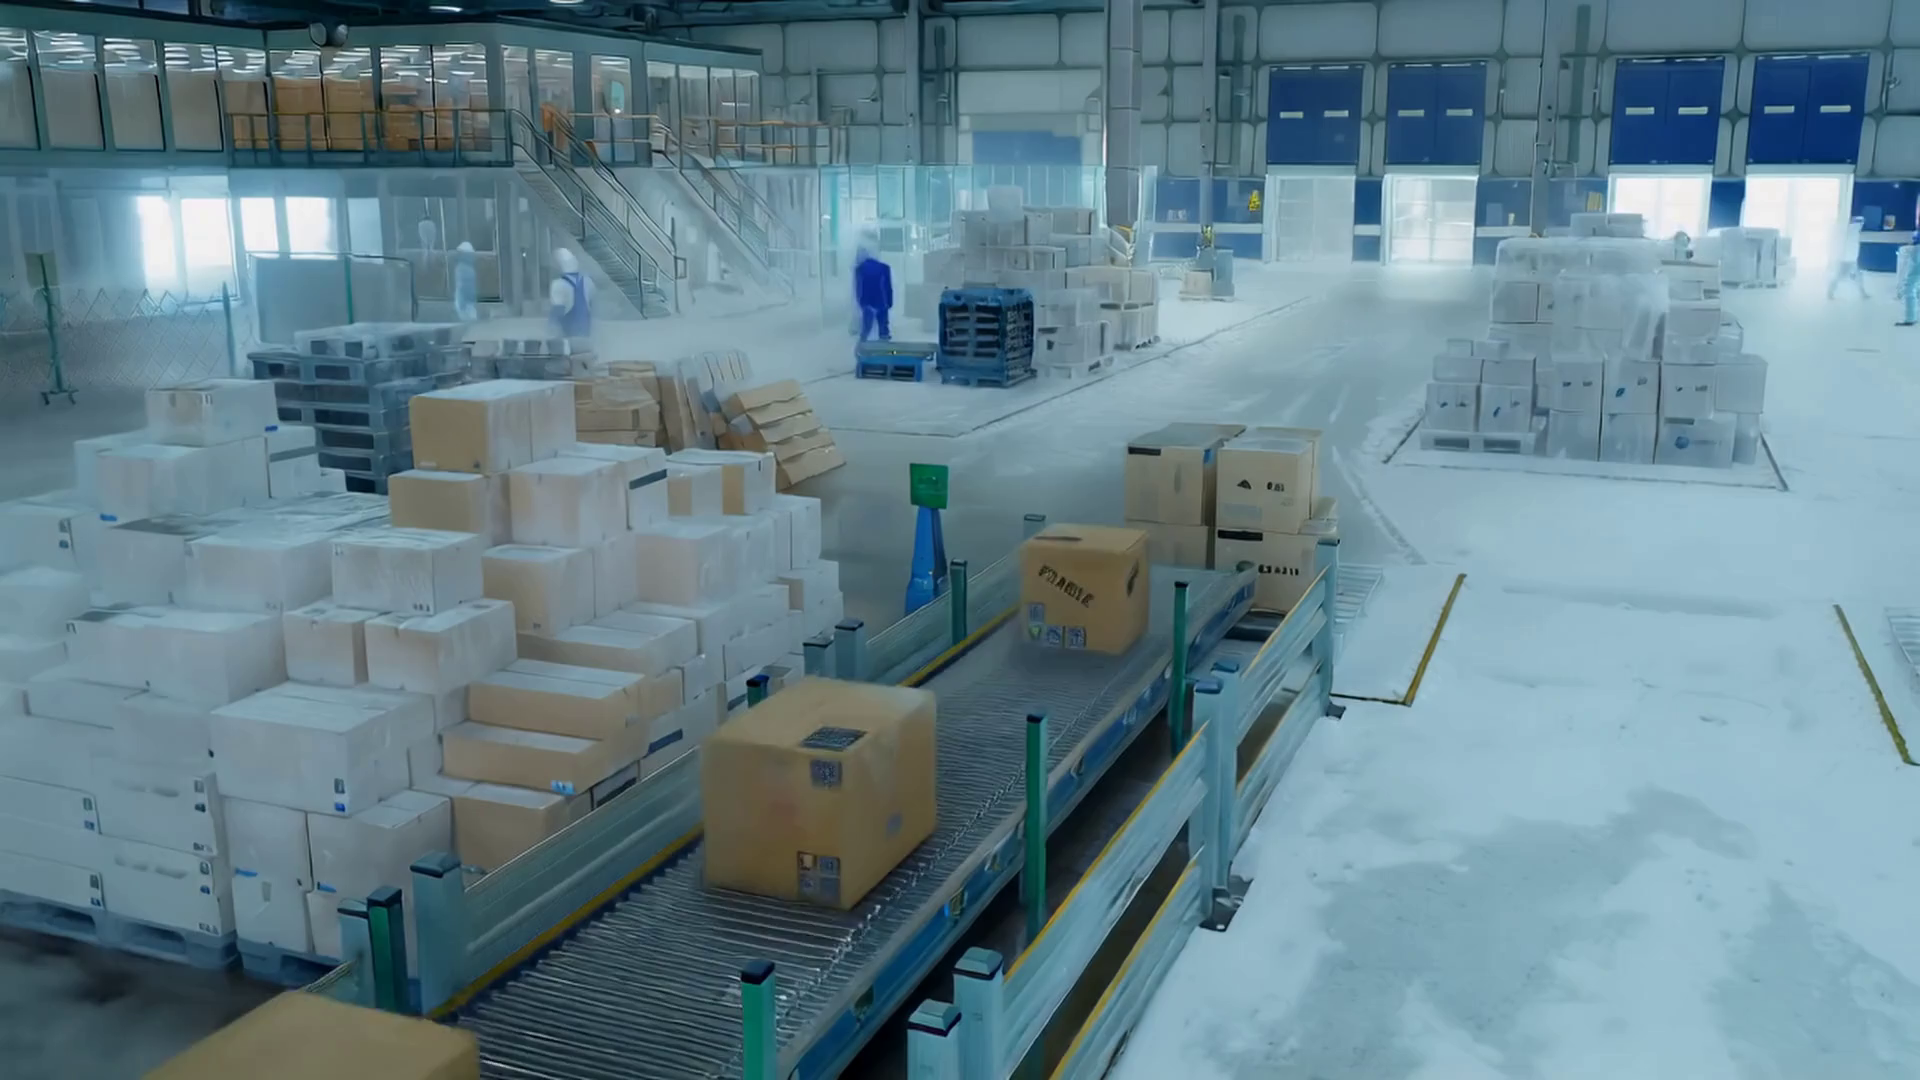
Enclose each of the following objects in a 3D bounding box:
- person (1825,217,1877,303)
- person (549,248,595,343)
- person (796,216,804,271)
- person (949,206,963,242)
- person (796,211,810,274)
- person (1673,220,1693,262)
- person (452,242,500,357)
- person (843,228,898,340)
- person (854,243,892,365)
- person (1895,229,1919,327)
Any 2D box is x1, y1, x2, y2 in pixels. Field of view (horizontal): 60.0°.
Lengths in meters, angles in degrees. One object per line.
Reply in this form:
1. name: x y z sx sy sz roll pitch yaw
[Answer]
1. person: 20.289 -6.343 37.775 1.042 1.935 0.633 12 17 42
2. person: -5.038 -2.813 21.704 0.754 2.000 0.691 11 16 39
3. person: -4.777 -8.845 49.438 0.373 1.750 0.541 -6 14 -24
4. person: -0.003 -8.453 47.123 0.637 1.993 0.394 5 13 19
5. person: -4.545 -8.690 48.570 0.798 1.813 0.661 -5 14 -23
6. person: 17.114 -6.651 39.385 0.436 1.832 0.648 12 17 42
7. person: -7.666 -3.737 26.182 0.980 1.883 0.571 2 13 9
8. person: -1.628 -4.511 29.453 1.026 1.986 0.616 1 13 3
9. person: -1.341 -3.634 25.745 0.648 1.889 1.014 5 13 20
10. person: 18.472 -5.071 32.220 0.508 1.872 0.329 -7 14 -27
